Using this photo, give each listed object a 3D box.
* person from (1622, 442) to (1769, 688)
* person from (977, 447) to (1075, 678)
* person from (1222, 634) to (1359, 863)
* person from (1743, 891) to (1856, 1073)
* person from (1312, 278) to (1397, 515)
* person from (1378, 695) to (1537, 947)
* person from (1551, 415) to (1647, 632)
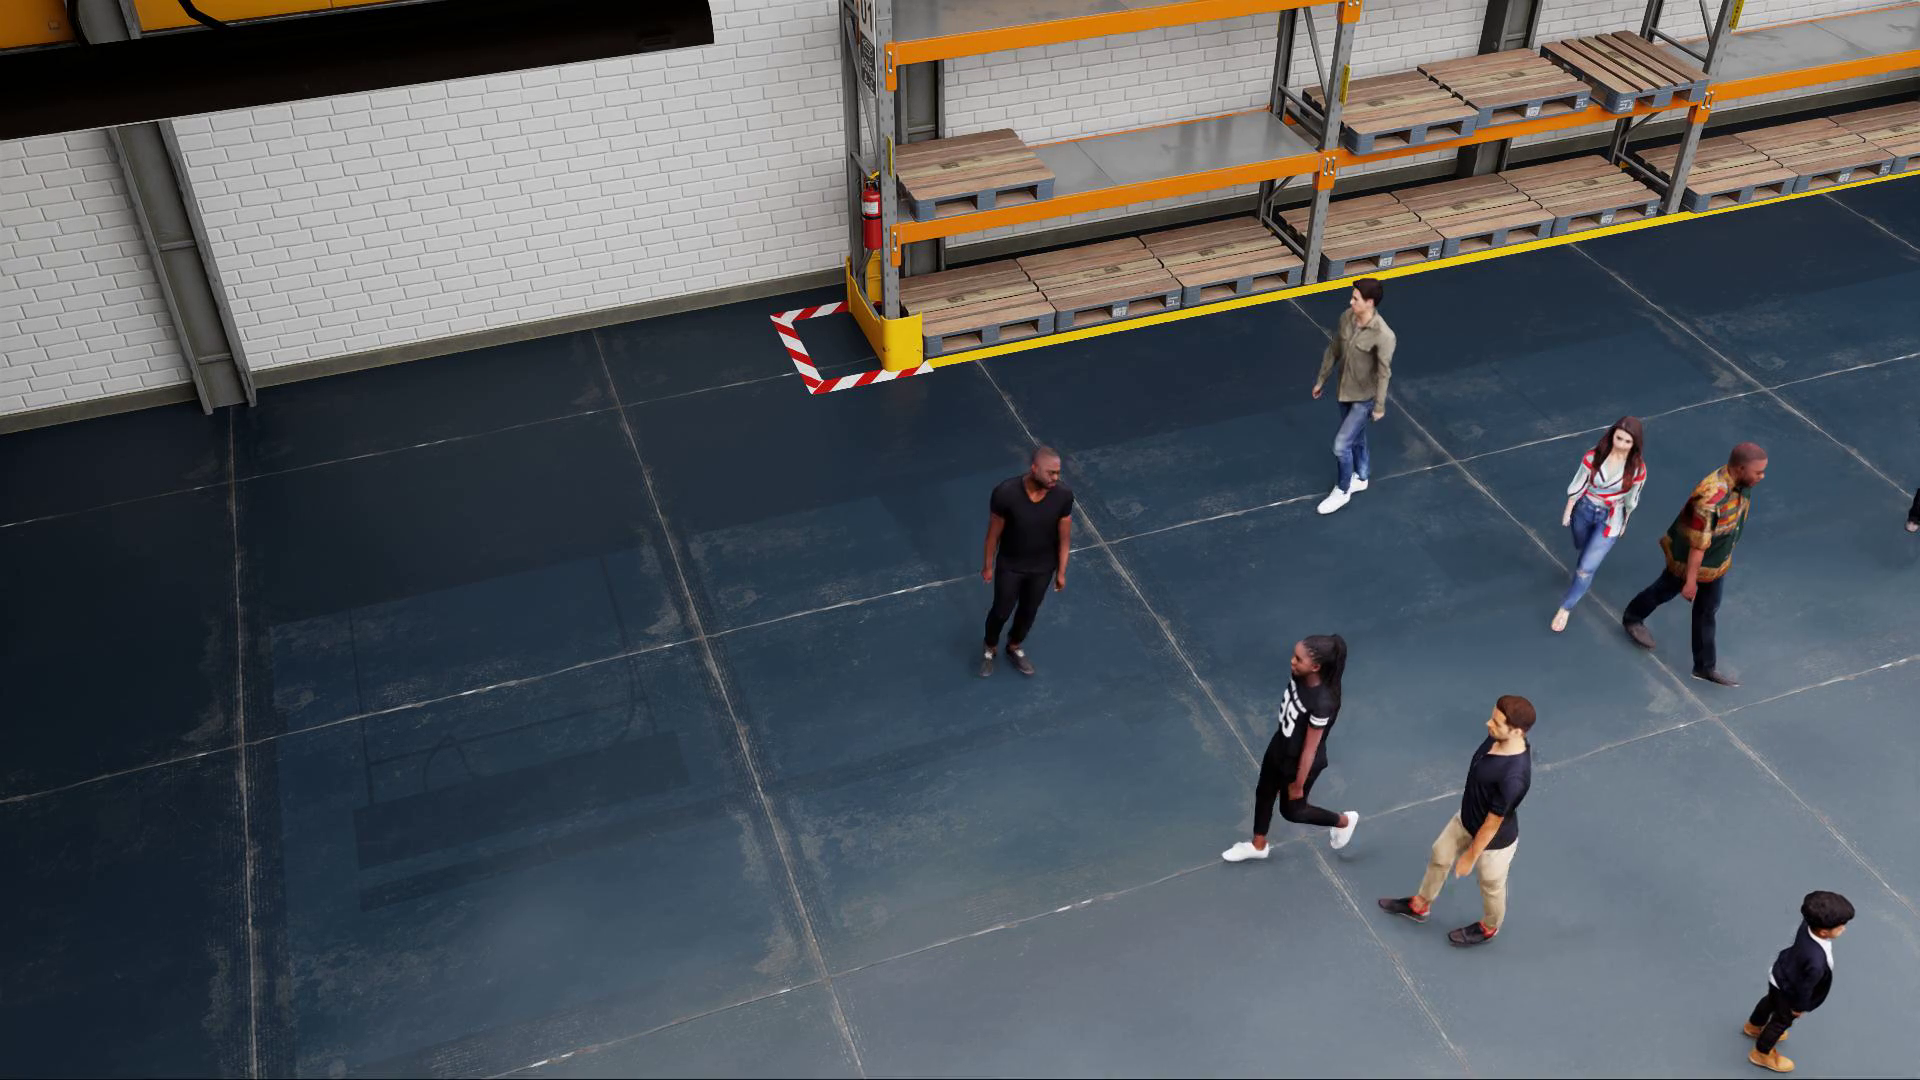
[{"bbox_3d":[4.688,0.069,10.751,1.154,1.754,0.959,-24,44,-27],"label":"person"},{"bbox_3d":[0.382,0.145,10.626,0.602,1.790,0.860,3,39,4],"label":"person"},{"bbox_3d":[1.961,1.220,9.345,1.012,1.709,0.671,-8,39,-10],"label":"person"},{"bbox_3d":[4.257,2.228,8.473,0.627,1.222,0.585,10,40,12],"label":"person"},{"bbox_3d":[2.984,-1.094,12.142,0.800,1.836,0.736,-16,41,-20],"label":"person"},{"bbox_3d":[2.901,1.534,8.851,1.005,1.835,0.873,1,39,1],"label":"person"},{"bbox_3d":[4.328,-0.193,11.220,1.006,1.577,1.162,25,45,28],"label":"person"}]
